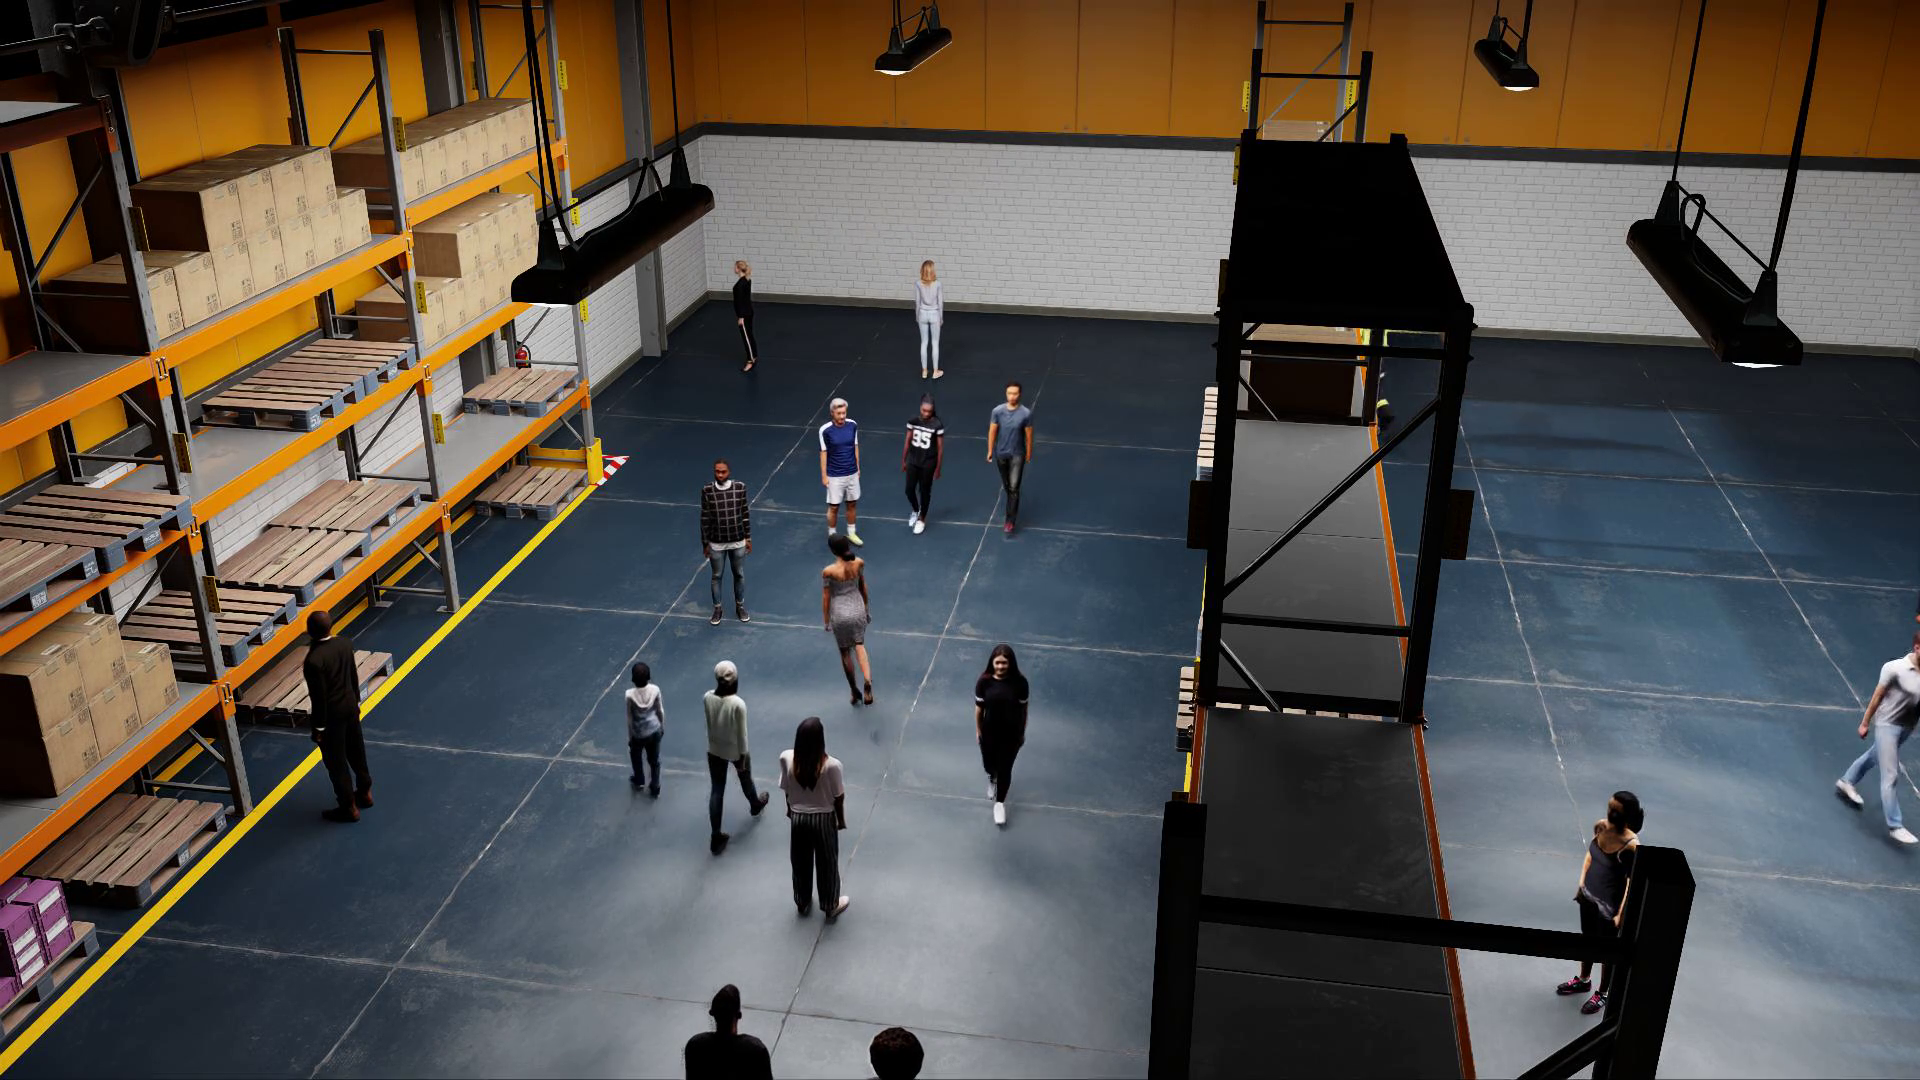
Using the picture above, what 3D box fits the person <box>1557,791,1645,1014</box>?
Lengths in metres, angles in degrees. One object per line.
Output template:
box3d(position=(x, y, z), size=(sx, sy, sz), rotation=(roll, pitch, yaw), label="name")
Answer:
box3d(position=(4.534, 2.514, 11.662), size=(0.726, 1.729, 0.641), rotation=(-11, 26, -23), label="person")

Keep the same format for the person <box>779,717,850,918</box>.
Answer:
box3d(position=(-1.115, 2.101, 12.668), size=(0.718, 1.679, 0.670), rotation=(8, 25, 19), label="person")

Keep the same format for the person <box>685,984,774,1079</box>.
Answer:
box3d(position=(-1.308, 3.355, 9.605), size=(0.669, 1.836, 0.548), rotation=(2, 24, 5), label="person")

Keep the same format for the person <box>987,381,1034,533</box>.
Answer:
box3d(position=(0.611, -1.048, 19.761), size=(0.751, 1.767, 1.169), rotation=(7, 24, 15), label="person")

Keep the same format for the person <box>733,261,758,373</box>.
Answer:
box3d(position=(-3.253, -3.397, 25.212), size=(0.674, 1.705, 0.450), rotation=(4, 24, 10), label="person")

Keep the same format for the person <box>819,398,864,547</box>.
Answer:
box3d(position=(-1.368, -0.783, 19.076), size=(0.729, 1.831, 0.777), rotation=(-14, 27, -28), label="person")

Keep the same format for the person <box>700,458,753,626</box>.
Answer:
box3d(position=(-2.429, -0.013, 17.331), size=(0.742, 1.819, 0.698), rotation=(-6, 24, -13), label="person")

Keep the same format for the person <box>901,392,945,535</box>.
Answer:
box3d(position=(-0.401, -0.929, 19.532), size=(0.717, 1.733, 0.676), rotation=(9, 25, 19), label="person")

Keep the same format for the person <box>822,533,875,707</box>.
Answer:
box3d(position=(-1.001, 0.795, 15.497), size=(0.855, 1.807, 0.928), rotation=(-11, 26, -23), label="person")

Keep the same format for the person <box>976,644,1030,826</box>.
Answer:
box3d(position=(0.357, 1.567, 13.952), size=(0.667, 1.630, 0.794), rotation=(1, 24, 1), label="person")

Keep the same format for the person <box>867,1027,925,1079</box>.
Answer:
box3d(position=(-0.348, 3.493, 9.445), size=(0.603, 1.711, 0.541), rotation=(1, 24, 3), label="person")

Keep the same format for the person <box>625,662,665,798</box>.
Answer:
box3d(position=(-2.688, 1.649, 14.243), size=(0.647, 1.246, 0.720), rotation=(-10, 26, -23), label="person")

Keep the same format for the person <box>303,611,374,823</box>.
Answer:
box3d(position=(-5.207, 1.446, 13.885), size=(0.784, 1.905, 0.610), rotation=(8, 25, 19), label="person")

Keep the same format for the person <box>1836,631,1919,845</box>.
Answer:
box3d(position=(7.711, 1.528, 13.840), size=(0.984, 1.791, 1.326), rotation=(-5, 24, -11), label="person")

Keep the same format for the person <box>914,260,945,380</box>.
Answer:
box3d(position=(-0.460, -3.314, 24.911), size=(0.609, 1.796, 0.537), rotation=(7, 25, 15), label="person")

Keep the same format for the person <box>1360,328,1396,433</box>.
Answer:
box3d(position=(5.597, -2.394, 22.599), size=(1.115, 1.961, 1.203), rotation=(-14, 27, -28), label="person")

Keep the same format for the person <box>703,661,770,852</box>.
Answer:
box3d(position=(-1.931, 1.766, 13.525), size=(0.719, 1.606, 1.085), rotation=(8, 25, 18), label="person")
